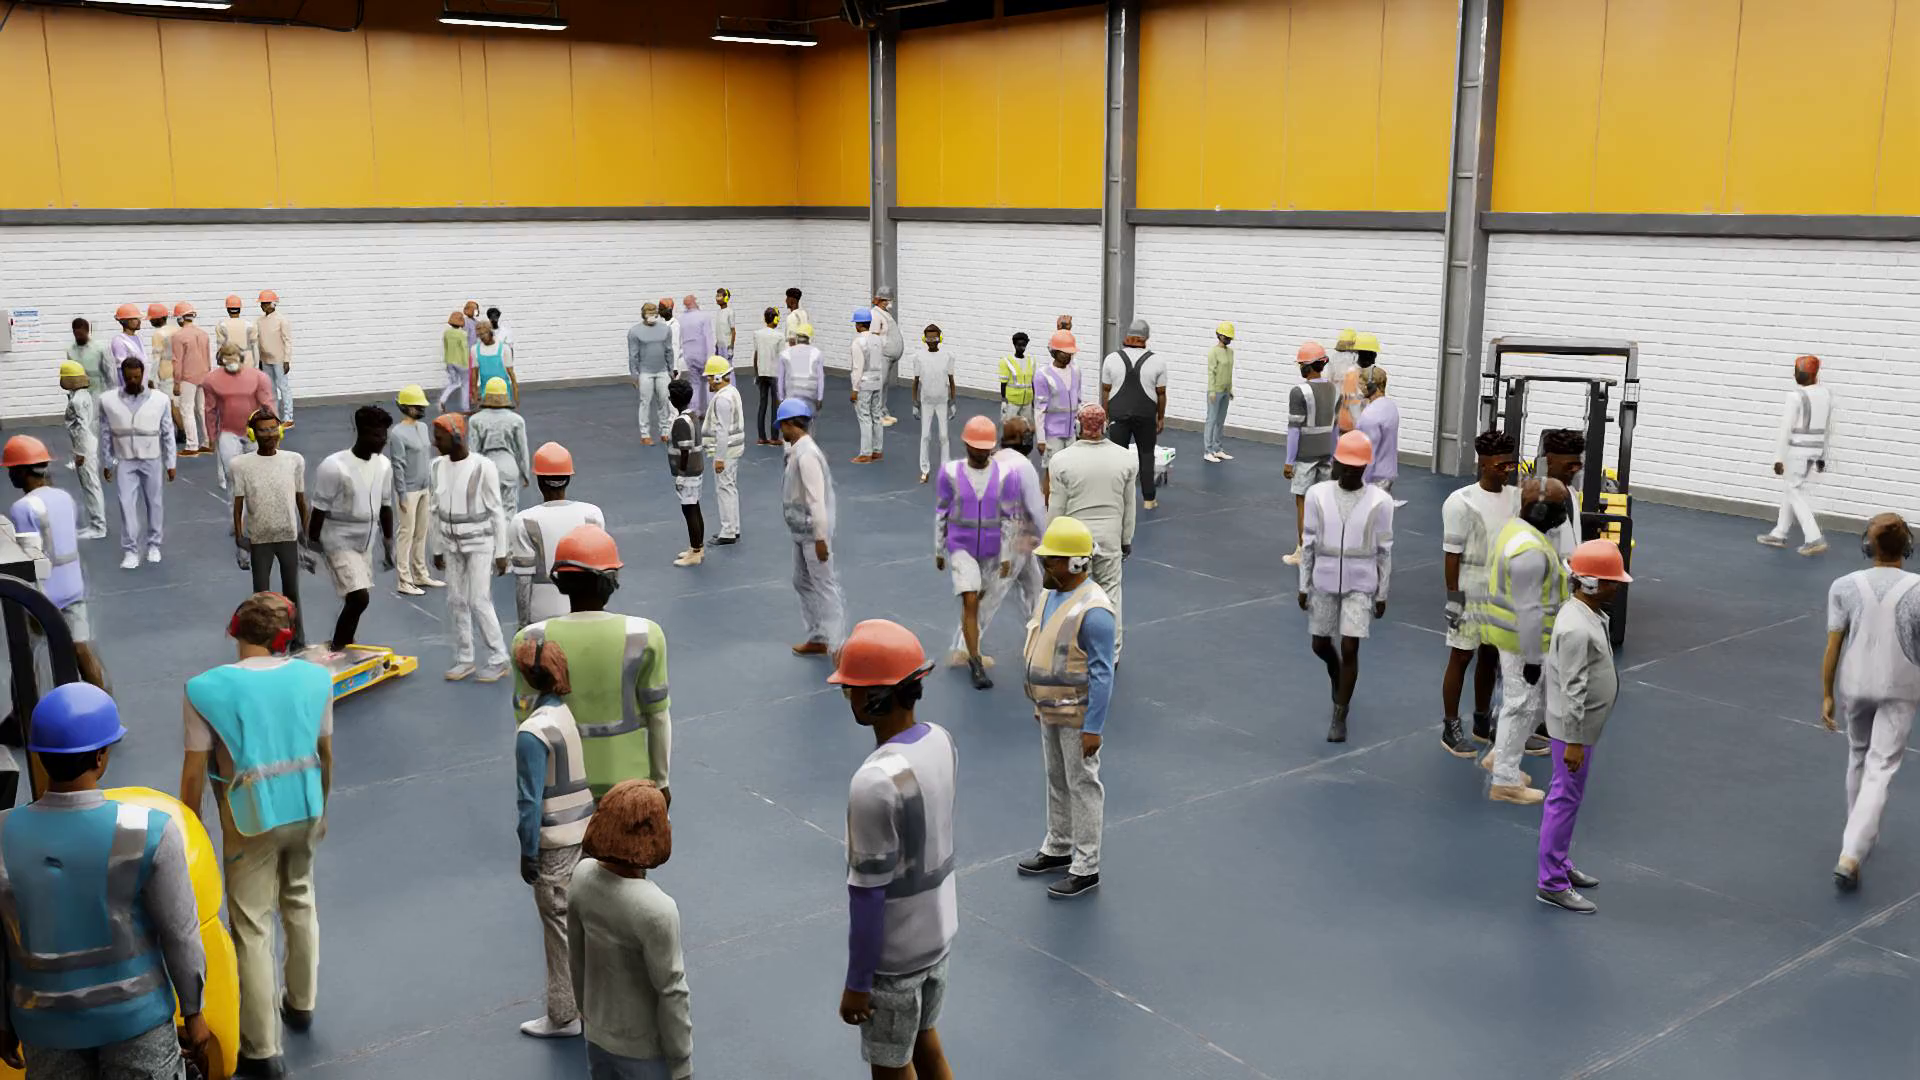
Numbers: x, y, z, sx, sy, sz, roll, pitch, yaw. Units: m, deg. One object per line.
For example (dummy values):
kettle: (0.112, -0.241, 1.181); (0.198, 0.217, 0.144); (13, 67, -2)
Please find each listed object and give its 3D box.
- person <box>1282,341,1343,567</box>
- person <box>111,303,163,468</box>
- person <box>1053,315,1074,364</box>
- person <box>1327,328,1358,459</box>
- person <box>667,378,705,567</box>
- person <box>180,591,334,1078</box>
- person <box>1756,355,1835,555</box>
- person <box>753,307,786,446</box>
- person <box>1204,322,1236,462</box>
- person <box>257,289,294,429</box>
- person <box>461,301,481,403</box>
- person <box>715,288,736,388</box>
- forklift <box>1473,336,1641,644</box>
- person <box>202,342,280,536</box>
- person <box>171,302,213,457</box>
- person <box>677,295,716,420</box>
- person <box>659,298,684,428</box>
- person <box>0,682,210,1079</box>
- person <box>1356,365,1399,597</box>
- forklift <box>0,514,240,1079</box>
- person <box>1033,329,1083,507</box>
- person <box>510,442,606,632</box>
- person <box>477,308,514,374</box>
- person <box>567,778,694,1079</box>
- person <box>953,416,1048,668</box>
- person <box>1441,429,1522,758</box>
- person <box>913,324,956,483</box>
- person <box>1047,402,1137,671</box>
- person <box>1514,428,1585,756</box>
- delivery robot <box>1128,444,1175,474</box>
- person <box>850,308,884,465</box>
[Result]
person: (3.147, -0.767, 14.977); (0.601, 2.035, 0.417); (-9, 15, -36)
person: (-9.927, -1.826, 20.037); (0.367, 2.048, 0.607); (-1, 12, -5)
person: (1.480, -2.392, 23.761); (0.307, 1.641, 0.513); (0, 12, 2)
person: (4.659, -1.688, 20.142); (0.322, 1.737, 0.488); (-9, 15, -36)
person: (-2.471, -0.607, 14.995); (0.317, 1.698, 0.540); (0, 12, 1)
person: (-2.683, 1.109, 6.452); (0.620, 1.802, 0.607); (11, 16, 42)
person: (7.866, -0.800, 15.541); (0.593, 1.871, 0.726); (-6, 13, -27)
person: (-2.525, -2.177, 22.209); (0.533, 1.855, 0.346); (6, 13, 25)
person: (3.295, -1.865, 20.936); (0.337, 1.759, 0.524); (10, 15, 40)
person: (-9.827, -2.581, 23.809); (0.608, 1.995, 0.377); (5, 13, 24)
person: (-7.897, -3.049, 26.951); (0.275, 1.631, 0.507); (1, 12, 7)
person: (-3.749, -3.061, 26.425); (0.328, 1.876, 0.514); (-9, 15, -38)
forklift: (4.683, -0.471, 13.136); (1.214, 2.155, 2.313); (4, 12, 20)
person: (-7.085, -1.003, 16.428); (0.677, 1.891, 0.864); (-4, 12, -19)
person: (-9.856, -2.058, 21.332); (0.411, 1.980, 0.625); (3, 12, 16)
person: (-3.897, -2.717, 24.803); (0.726, 1.859, 0.605); (5, 13, 24)
person: (-4.136, -2.516, 23.782); (0.359, 1.880, 0.575); (-5, 13, -22)
person: (-2.511, 1.366, 4.861); (0.614, 1.945, 0.402); (-1, 12, -7)
person: (3.453, -0.493, 13.903); (0.385, 1.929, 0.634); (6, 13, 29)
forklift: (-3.687, 1.115, 5.480); (2.313, 2.155, 1.214); (-9, 15, -36)
person: (1.002, -1.060, 16.389); (0.613, 2.033, 0.410); (-10, 16, -41)
person: (-2.292, 0.404, 9.535); (0.543, 1.938, 0.357); (-7, 14, -31)
person: (-7.018, -2.687, 25.143); (0.532, 1.658, 0.865); (-5, 13, -21)
person: (-0.973, 1.501, 4.975); (0.506, 1.632, 0.268); (11, 16, 43)
person: (0.399, 0.017, 11.804); (1.018, 1.782, 0.635); (-2, 12, -10)
person: (3.131, 0.309, 9.926); (0.607, 1.966, 0.367); (-6, 13, -28)
person: (-0.297, -1.580, 19.314); (0.510, 1.861, 0.324); (0, 12, -1)
person: (0.904, -0.009, 11.605); (0.643, 1.908, 0.410); (-3, 12, -13)
person: (3.522, 0.295, 9.991); (0.366, 1.963, 0.610); (11, 16, 42)
delivery robot: (2.125, -0.965, 19.277); (0.707, 0.478, 0.477); (4, 12, 21)
person: (-1.175, -1.909, 20.681); (0.405, 1.945, 0.615); (6, 13, 28)
